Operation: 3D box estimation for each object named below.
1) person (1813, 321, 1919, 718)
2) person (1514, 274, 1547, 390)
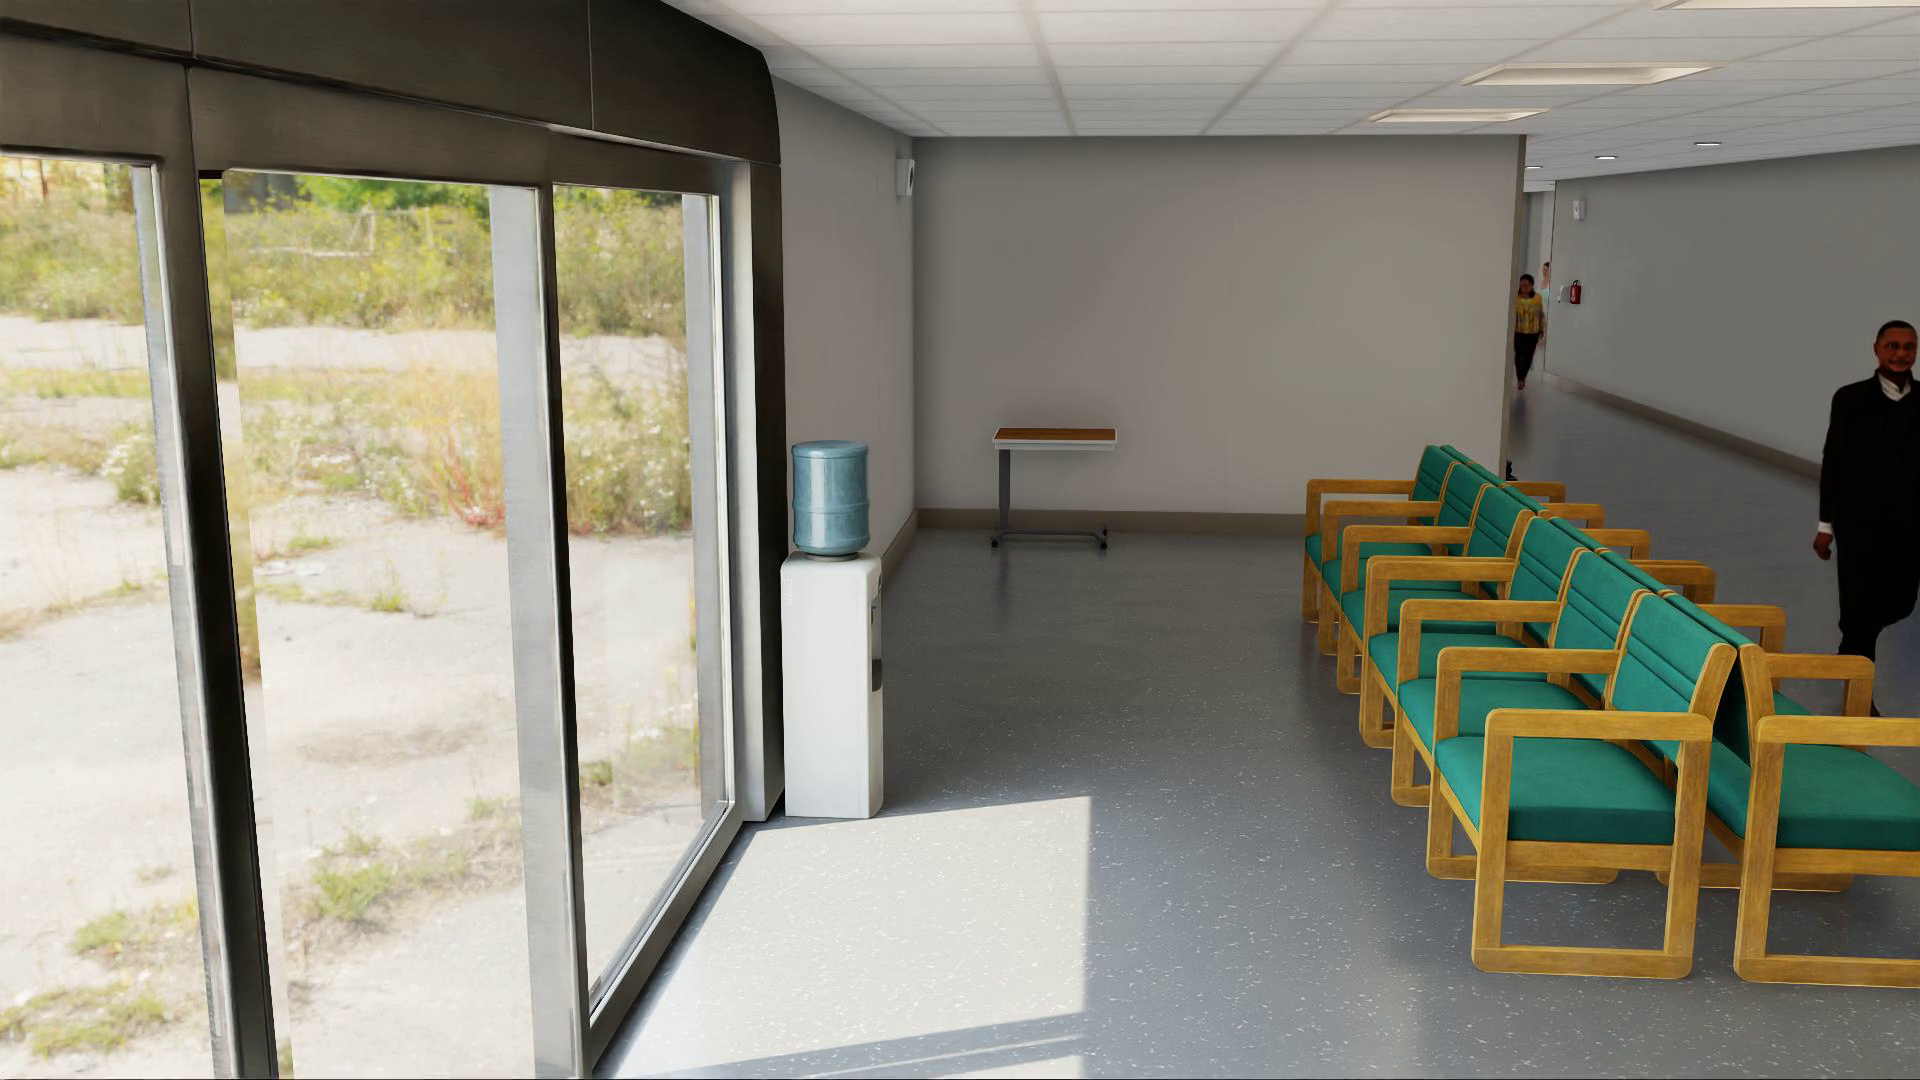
[{"bbox_3d":[4.400,-0.095,8.009,1.089,1.883,0.844,2,11,13],"label":"person"},{"bbox_3d":[8.107,-2.965,23.841,0.972,1.620,0.805,2,11,10],"label":"person"}]
